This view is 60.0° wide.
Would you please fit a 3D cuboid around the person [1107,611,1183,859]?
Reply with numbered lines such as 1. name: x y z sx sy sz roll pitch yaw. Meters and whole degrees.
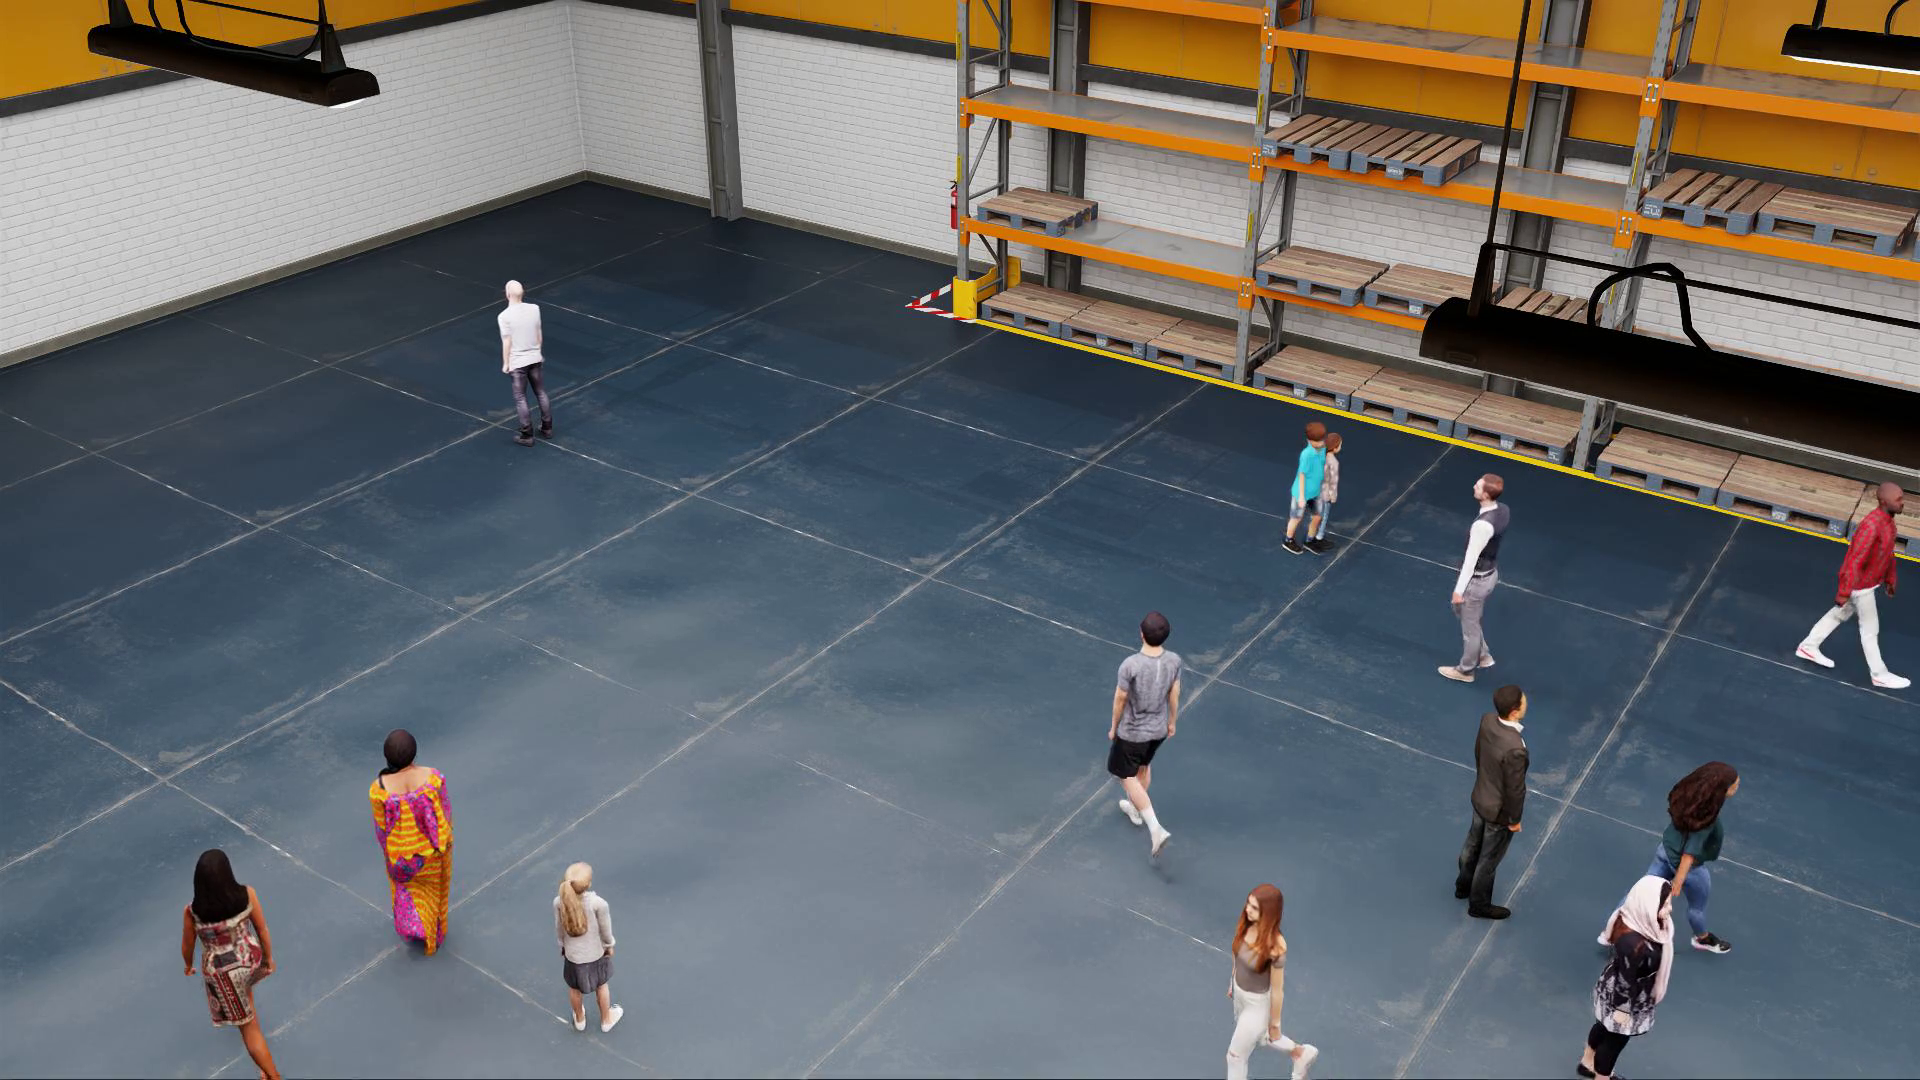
1. person: 1.335 1.394 11.812 0.981 1.844 1.148 -12 31 -20

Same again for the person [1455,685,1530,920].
1. person: 3.607 1.746 11.208 0.793 1.805 0.726 -5 29 -10

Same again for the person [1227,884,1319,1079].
1. person: 1.788 2.665 9.634 1.050 1.697 1.076 -9 30 -17

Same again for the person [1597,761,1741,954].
1. person: 4.612 2.102 10.808 1.229 1.563 1.042 1 29 1

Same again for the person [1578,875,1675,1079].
1. person: 3.910 2.621 9.778 0.610 1.638 0.617 18 33 29

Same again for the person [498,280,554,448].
1. person: -4.689 -1.916 17.893 0.599 1.831 0.689 23 36 36

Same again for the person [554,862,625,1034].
1. person: -2.343 2.526 10.331 0.580 1.274 0.658 -1 29 -1

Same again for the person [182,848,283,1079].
1. person: -4.273 2.599 9.865 0.782 1.592 1.199 -24 37 -37

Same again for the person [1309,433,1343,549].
1. person: 3.485 -0.487 15.938 0.609 1.195 0.530 -10 30 -18

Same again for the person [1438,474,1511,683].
1. person: 4.336 0.344 13.649 0.660 1.927 0.679 18 33 29

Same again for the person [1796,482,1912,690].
1. person: 7.415 0.320 13.848 1.196 1.780 0.823 25 37 38

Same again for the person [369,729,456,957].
1. person: -3.561 1.995 10.906 0.827 1.656 0.885 -9 30 -16

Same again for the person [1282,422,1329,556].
1. person: 3.261 -0.510 15.747 0.628 1.419 0.711 -25 38 -38
